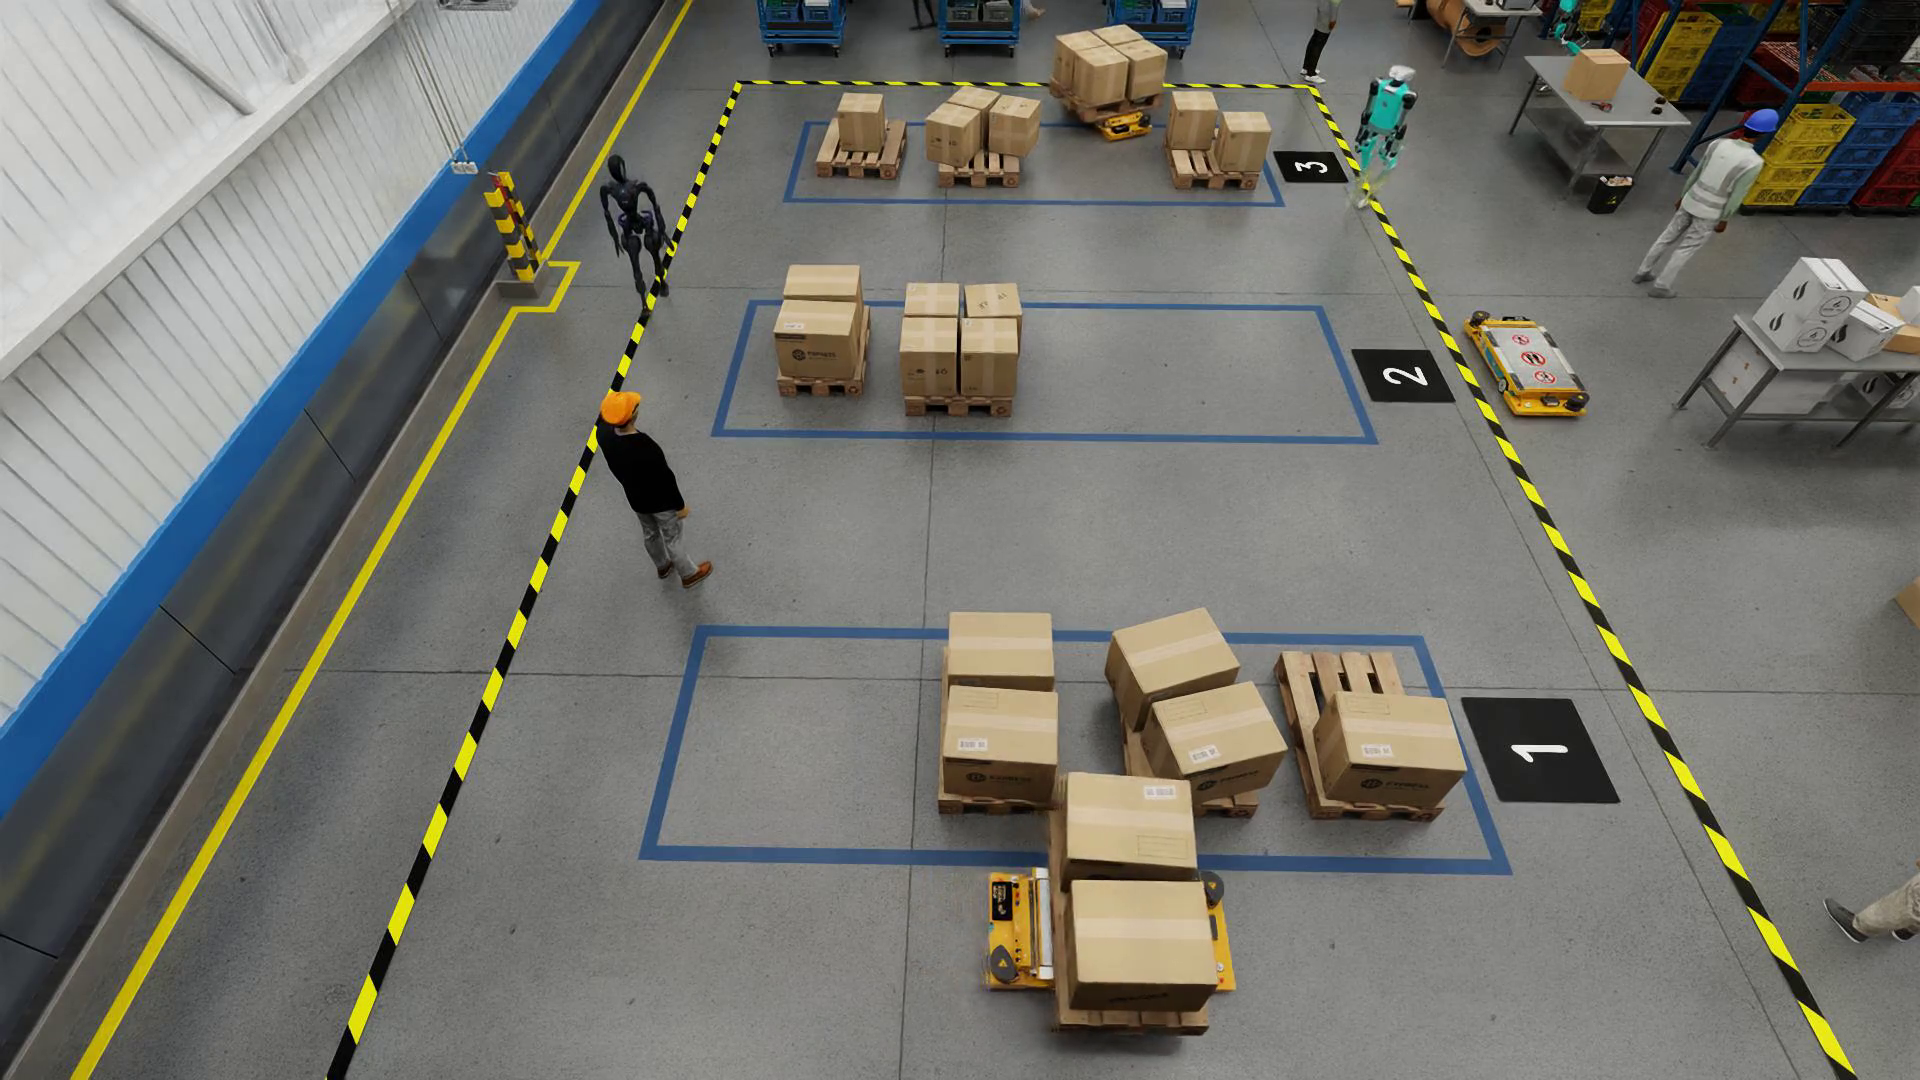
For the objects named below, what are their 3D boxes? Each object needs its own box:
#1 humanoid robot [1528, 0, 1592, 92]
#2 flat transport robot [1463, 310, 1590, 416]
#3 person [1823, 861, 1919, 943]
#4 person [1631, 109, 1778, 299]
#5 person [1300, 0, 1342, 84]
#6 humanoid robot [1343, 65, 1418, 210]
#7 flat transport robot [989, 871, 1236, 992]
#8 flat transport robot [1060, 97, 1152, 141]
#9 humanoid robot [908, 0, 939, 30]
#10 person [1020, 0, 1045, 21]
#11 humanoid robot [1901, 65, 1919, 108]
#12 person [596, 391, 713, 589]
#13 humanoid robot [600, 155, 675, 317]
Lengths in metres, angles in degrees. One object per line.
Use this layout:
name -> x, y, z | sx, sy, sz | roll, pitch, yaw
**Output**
humanoid robot -> 8.468, -7.063, 12.585 | 0.735, 1.680, 0.533 | 1, 49, 1
flat transport robot -> 5.573, -1.757, 9.054 | 0.659, 0.231, 1.431 | 1, 49, 1
person -> 5.582, 1.805, 4.978 | 0.562, 1.769, 0.396 | 1, 49, 1
person -> 7.636, -3.420, 9.392 | 0.414, 1.941, 0.612 | -9, 50, -8
person -> 5.238, -7.491, 12.970 | 0.365, 1.852, 0.590 | 2, 49, 1
humanoid robot -> 4.902, -4.579, 10.570 | 0.825, 1.833, 0.553 | -34, 57, -26
flat transport robot -> 0.893, 2.328, 5.500 | 1.431, 0.197, 0.652 | 1, 49, 1
flat transport robot -> 2.008, -5.987, 12.697 | 0.652, 0.197, 1.431 | -19, 52, -16
humanoid robot -> -0.592, -8.855, 14.271 | 0.498, 1.632, 0.614 | -3, 49, -3
person -> 0.921, -9.224, 14.509 | 0.942, 1.797, 0.625 | 2, 49, 2
humanoid robot -> 13.180, -6.552, 12.272 | 0.579, 1.829, 0.760 | -6, 49, -5
person -> -2.269, -0.340, 6.760 | 0.585, 1.884, 0.362 | 22, 53, 18
humanoid robot -> -3.234, -3.074, 9.283 | 0.594, 1.631, 0.757 | -7, 50, -6
